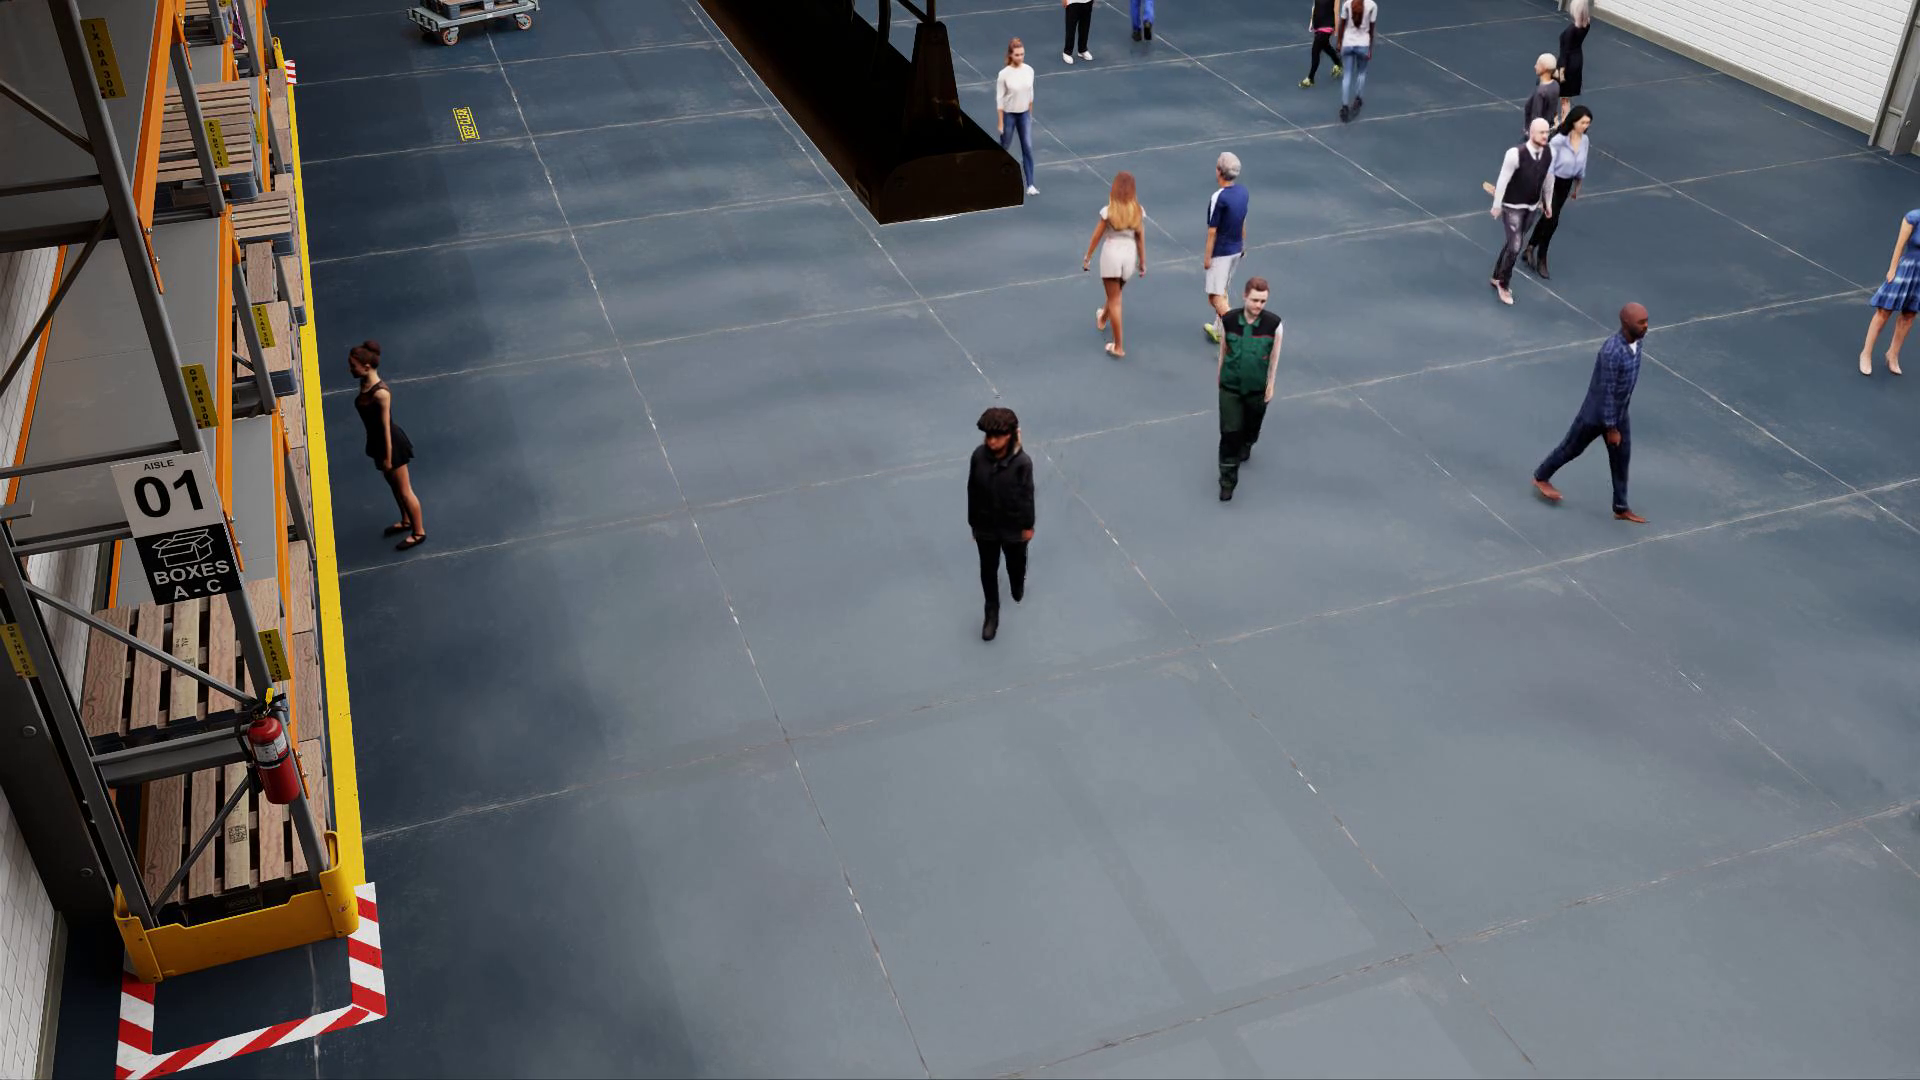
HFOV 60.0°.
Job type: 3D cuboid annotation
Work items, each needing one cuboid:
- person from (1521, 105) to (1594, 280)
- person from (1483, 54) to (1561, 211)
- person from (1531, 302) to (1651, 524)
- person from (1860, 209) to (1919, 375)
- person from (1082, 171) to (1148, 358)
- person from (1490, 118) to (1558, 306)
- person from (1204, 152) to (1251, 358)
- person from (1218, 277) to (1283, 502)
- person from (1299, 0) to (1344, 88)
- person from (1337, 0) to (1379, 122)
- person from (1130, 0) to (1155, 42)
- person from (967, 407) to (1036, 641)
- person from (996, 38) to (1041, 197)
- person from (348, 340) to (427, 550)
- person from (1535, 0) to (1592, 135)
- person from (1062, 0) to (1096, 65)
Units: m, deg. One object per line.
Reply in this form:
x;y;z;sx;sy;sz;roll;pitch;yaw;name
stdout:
5.912;-3.538;16.640;0.651;1.720;0.762;-9;35;-13;person
6.293;-4.326;17.858;0.838;1.684;1.126;-22;39;-29;person
4.867;-1.003;12.783;0.929;1.769;1.285;-25;41;-32;person
8.414;-2.299;14.698;0.736;1.807;0.691;-1;34;-1;person
1.471;-2.468;15.092;0.777;1.651;1.072;-10;35;-14;person
5.376;-3.241;16.119;0.704;1.803;0.779;-14;36;-20;person
2.439;-2.590;15.139;1.001;1.803;0.923;23;40;30;person
2.274;-1.254;13.131;1.050;1.801;1.238;8;34;11;person
4.784;-6.678;21.547;0.656;1.518;0.997;-15;36;-21;person
4.831;-5.987;20.338;0.876;1.707;0.989;9;35;13;person
2.503;-7.767;22.930;0.790;1.801;0.902;0;34;0;person
0.303;-0.172;11.538;0.889;1.762;1.003;7;34;10;person
0.560;-4.675;18.396;0.665;1.670;1.118;-13;36;-19;person
-4.291;-0.724;12.445;0.702;1.678;0.581;-21;39;-29;person
7.223;-5.496;19.573;0.710;1.734;0.754;-24;40;-31;person
1.616;-7.289;22.313;0.679;1.687;0.640;-17;37;-23;person
